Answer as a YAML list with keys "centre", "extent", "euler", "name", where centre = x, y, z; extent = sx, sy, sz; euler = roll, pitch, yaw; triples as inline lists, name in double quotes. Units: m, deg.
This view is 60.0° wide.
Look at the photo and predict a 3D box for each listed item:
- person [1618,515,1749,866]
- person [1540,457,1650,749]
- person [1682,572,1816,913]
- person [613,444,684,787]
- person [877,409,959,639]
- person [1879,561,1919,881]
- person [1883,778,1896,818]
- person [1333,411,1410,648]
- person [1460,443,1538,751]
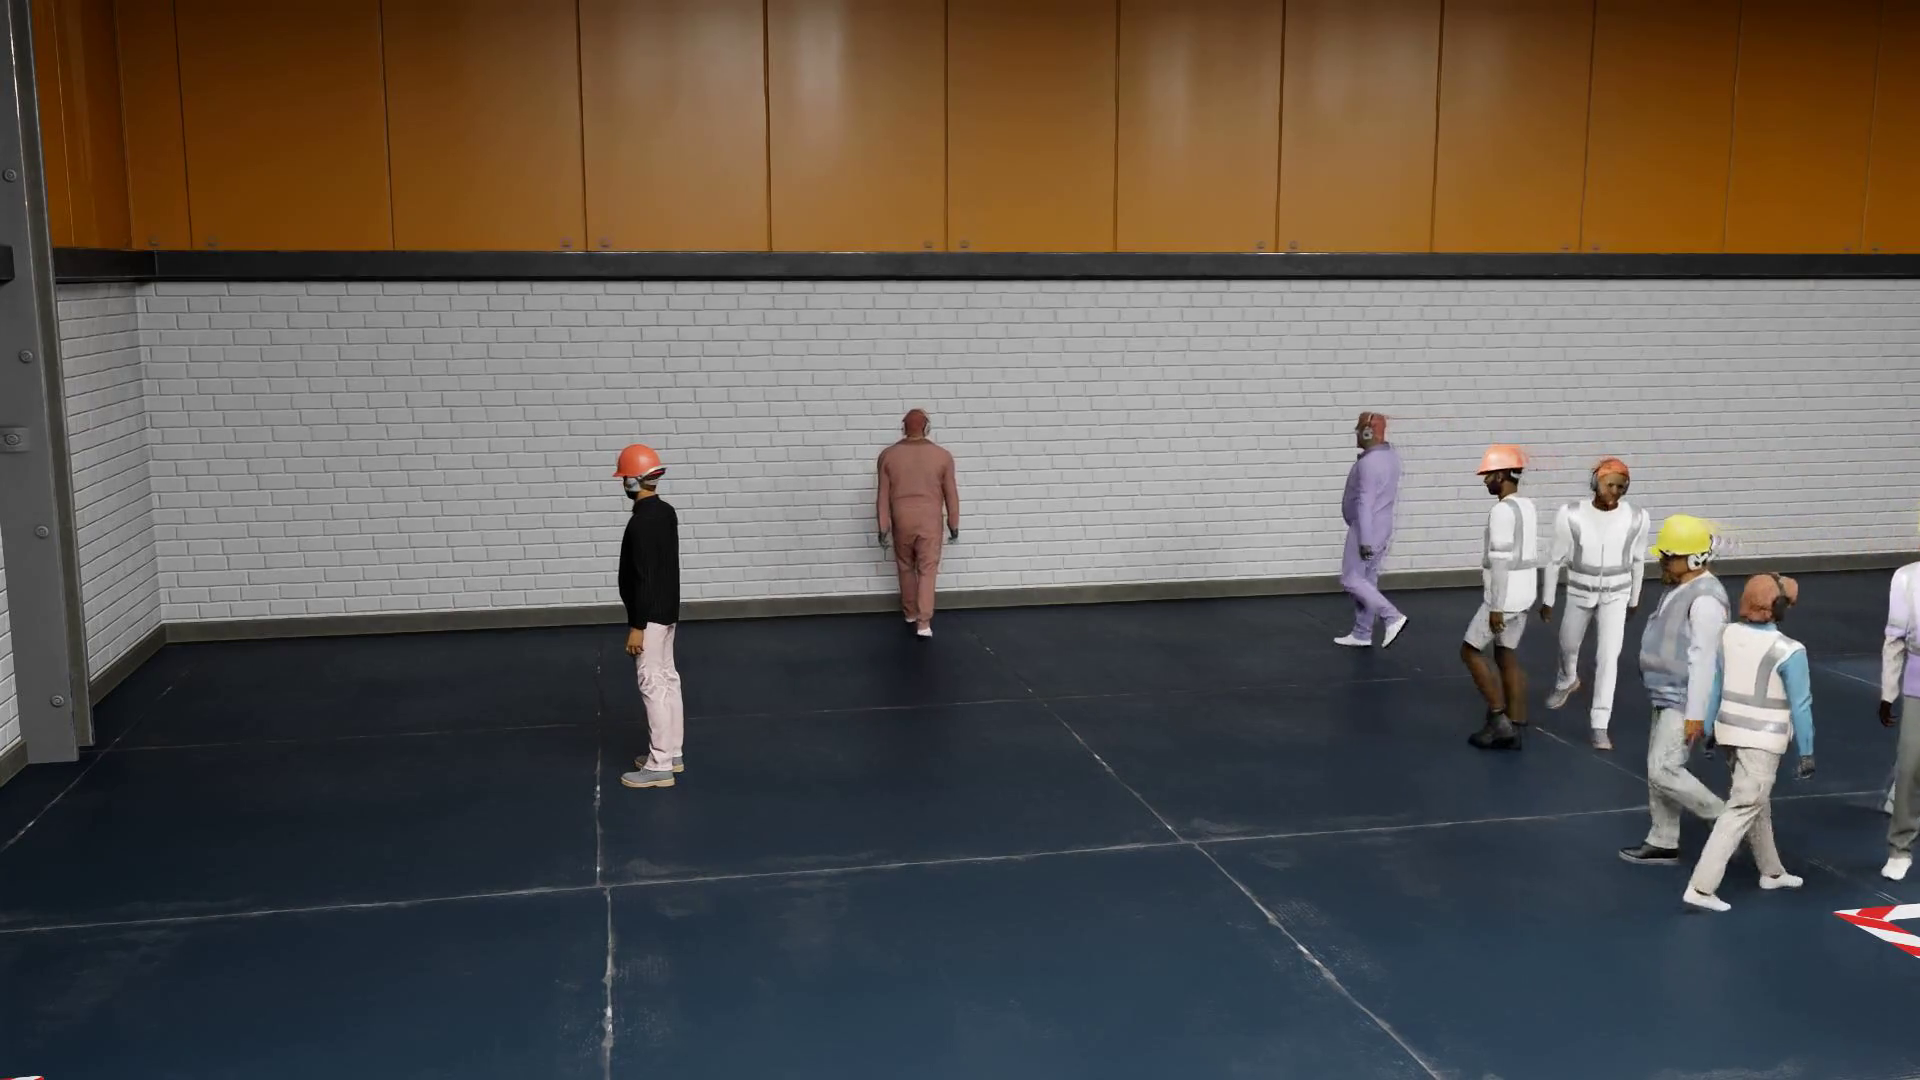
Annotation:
- centre: [3.603, 0.767, 8.199]
  extent: [0.508, 1.811, 0.612]
  euler: [2, 9, 11]
  name: "person"
- centre: [4.089, 0.343, 10.764]
  extent: [0.615, 1.834, 1.000]
  euler: [3, 10, 17]
  name: "person"
- centre: [3.723, 0.946, 7.787]
  extent: [0.812, 1.601, 0.525]
  euler: [-3, 10, -18]
  name: "person"
- centre: [-1.811, 0.435, 9.667]
  extent: [0.388, 1.990, 0.622]
  euler: [1, 9, 5]
  name: "person"
- centre: [-0.339, -0.150, 13.669]
  extent: [0.658, 1.856, 0.972]
  euler: [1, 9, 8]
  name: "person"
- centre: [4.764, 0.746, 8.023]
  extent: [0.420, 1.917, 0.594]
  euler: [-9, 13, -43]
  name: "person"
- centre: [5.303, 0.794, 8.680]
  extent: [0.530, 1.590, 0.864]
  euler: [-8, 12, -39]
  name: "person"
- centre: [3.243, -0.060, 13.005]
  extent: [0.565, 1.890, 0.649]
  euler: [6, 11, 34]
  name: "person"
- centre: [3.381, 0.360, 10.373]
  extent: [0.470, 1.908, 0.576]
  euler: [7, 12, 38]
  name: "person"
